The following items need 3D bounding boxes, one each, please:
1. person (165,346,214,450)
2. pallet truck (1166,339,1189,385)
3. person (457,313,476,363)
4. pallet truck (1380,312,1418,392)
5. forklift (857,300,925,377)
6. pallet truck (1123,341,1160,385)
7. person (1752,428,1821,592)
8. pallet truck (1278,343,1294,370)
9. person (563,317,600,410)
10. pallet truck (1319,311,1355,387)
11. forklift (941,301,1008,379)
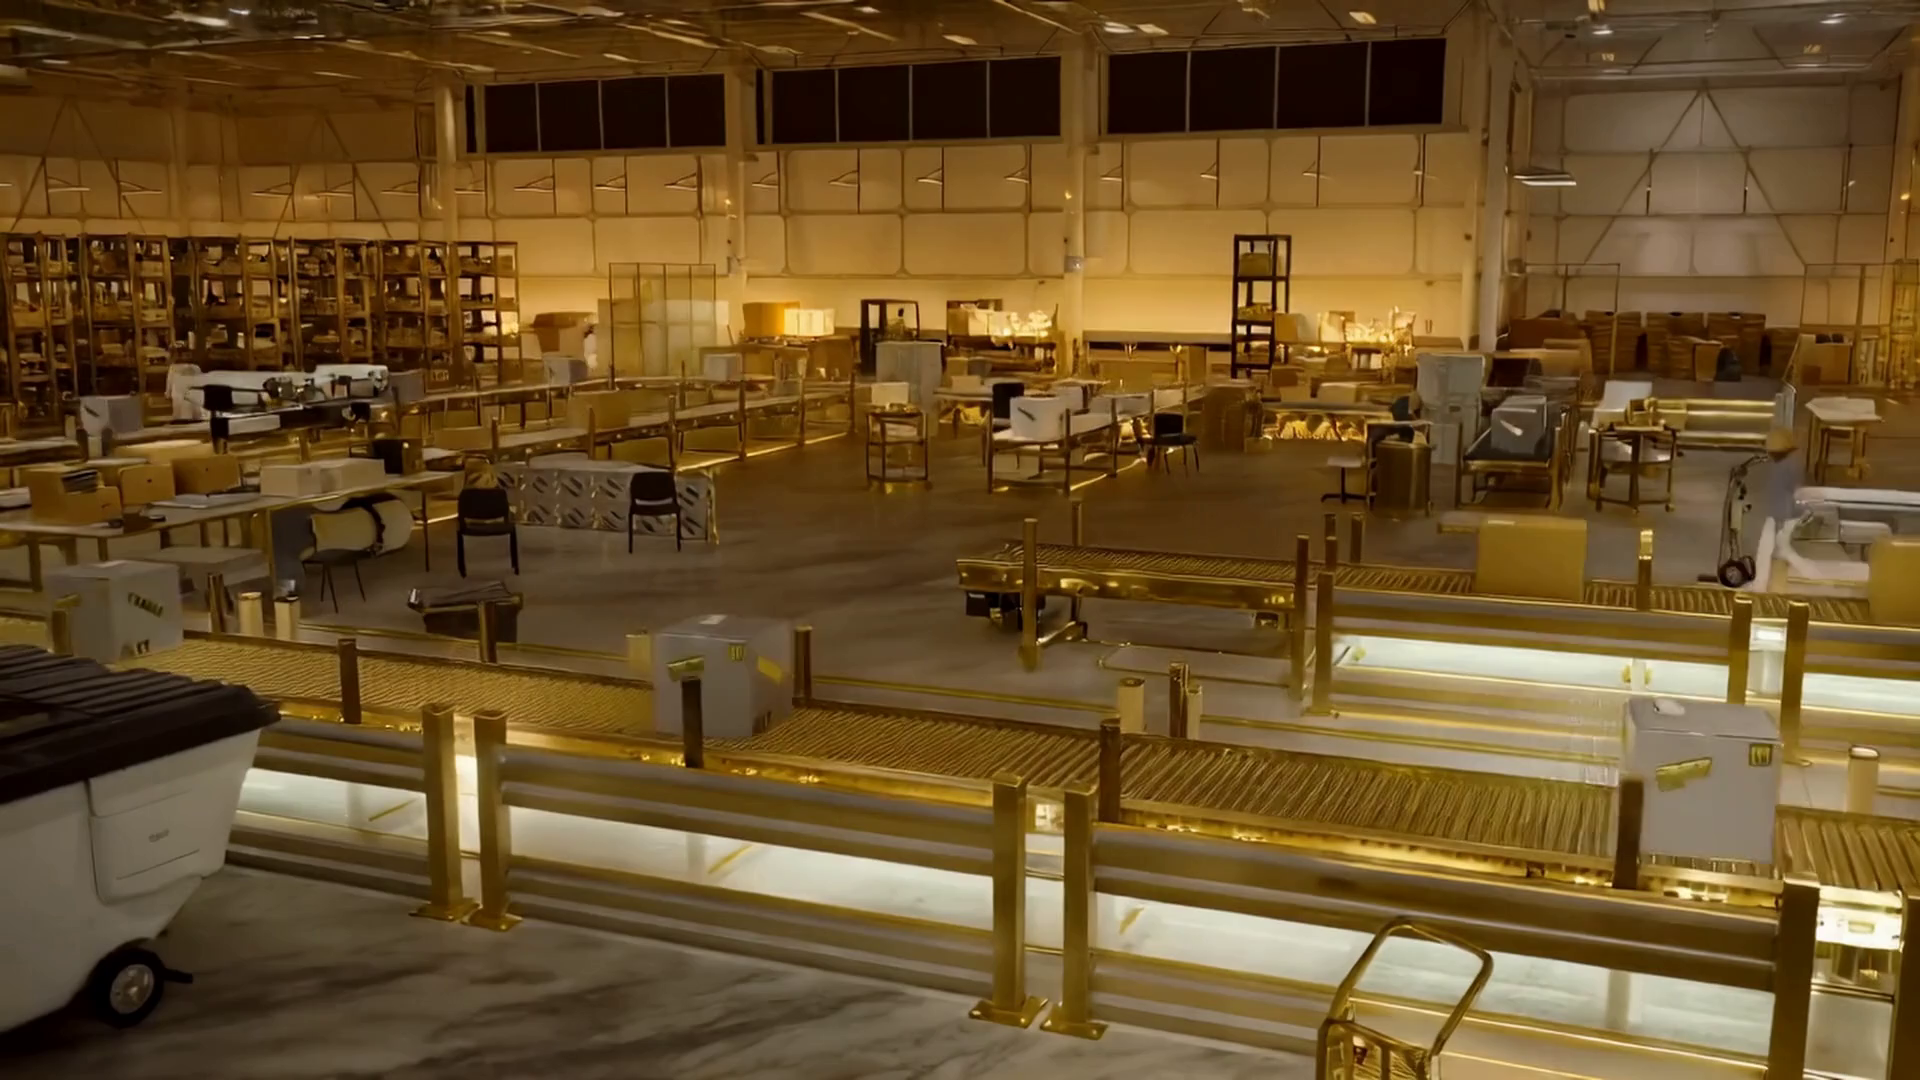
[{"bbox_3d":[-12.555,-2.285,27.065,0.806,1.735,0.387,-5,11,-29],"label":"person"},{"bbox_3d":[5.418,-4.269,40.420,0.704,1.261,1.522,3,10,20],"label":"pallet truck"},{"bbox_3d":[-13.295,-5.279,44.557,0.974,1.948,0.620,-7,12,-38],"label":"person"},{"bbox_3d":[10.207,-4.283,38.369,0.823,1.965,1.885,3,10,20],"label":"pallet truck"},{"bbox_3d":[-1.732,-5.109,42.468,1.157,1.987,2.680,4,10,22],"label":"forklift"},{"bbox_3d":[4.445,-4.380,41.279,0.680,1.201,1.601,4,10,22],"label":"pallet truck"},{"bbox_3d":[7.369,-0.197,14.826,0.718,1.595,0.519,3,10,15],"label":"person"},{"bbox_3d":[7.886,-4.163,39.743,0.653,1.274,1.630,4,10,22],"label":"pallet truck"},{"bbox_3d":[-7.667,-3.533,33.857,0.971,1.987,0.656,-6,11,-31],"label":"person"},{"bbox_3d":[9.071,-4.419,39.190,0.823,1.965,1.885,5,10,26],"label":"pallet truck"},{"bbox_3d":[0.365,-4.966,41.571,1.157,1.987,2.680,3,10,20],"label":"forklift"}]
